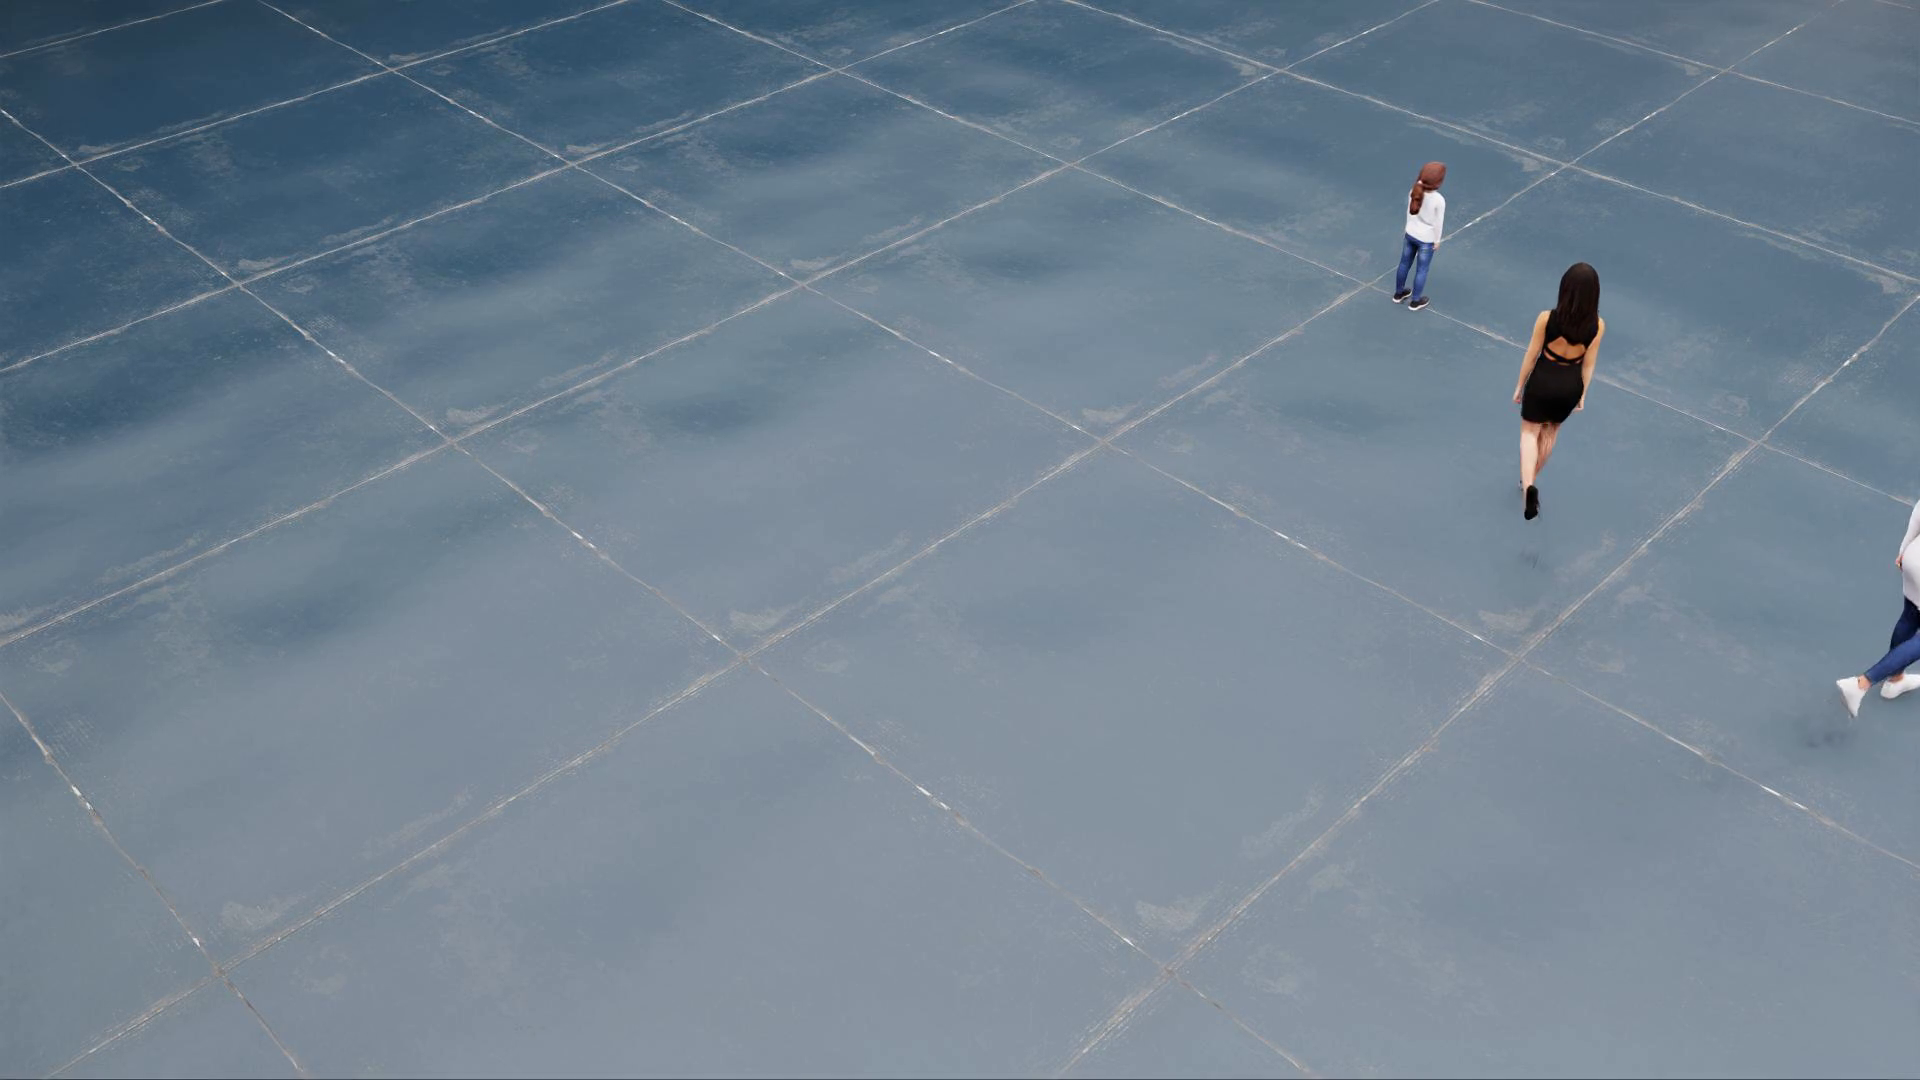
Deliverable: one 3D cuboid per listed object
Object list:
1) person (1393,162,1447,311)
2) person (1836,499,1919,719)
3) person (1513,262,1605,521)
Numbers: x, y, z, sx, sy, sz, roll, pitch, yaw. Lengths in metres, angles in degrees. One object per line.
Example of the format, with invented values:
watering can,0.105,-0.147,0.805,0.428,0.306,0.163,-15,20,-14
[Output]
person,3.310,-2.205,11.947,0.462,1.112,0.433,-30,46,-33
person,4.822,0.182,8.270,1.053,1.763,0.851,-14,40,-18
person,3.463,-0.809,9.683,0.842,1.631,0.984,8,38,10
